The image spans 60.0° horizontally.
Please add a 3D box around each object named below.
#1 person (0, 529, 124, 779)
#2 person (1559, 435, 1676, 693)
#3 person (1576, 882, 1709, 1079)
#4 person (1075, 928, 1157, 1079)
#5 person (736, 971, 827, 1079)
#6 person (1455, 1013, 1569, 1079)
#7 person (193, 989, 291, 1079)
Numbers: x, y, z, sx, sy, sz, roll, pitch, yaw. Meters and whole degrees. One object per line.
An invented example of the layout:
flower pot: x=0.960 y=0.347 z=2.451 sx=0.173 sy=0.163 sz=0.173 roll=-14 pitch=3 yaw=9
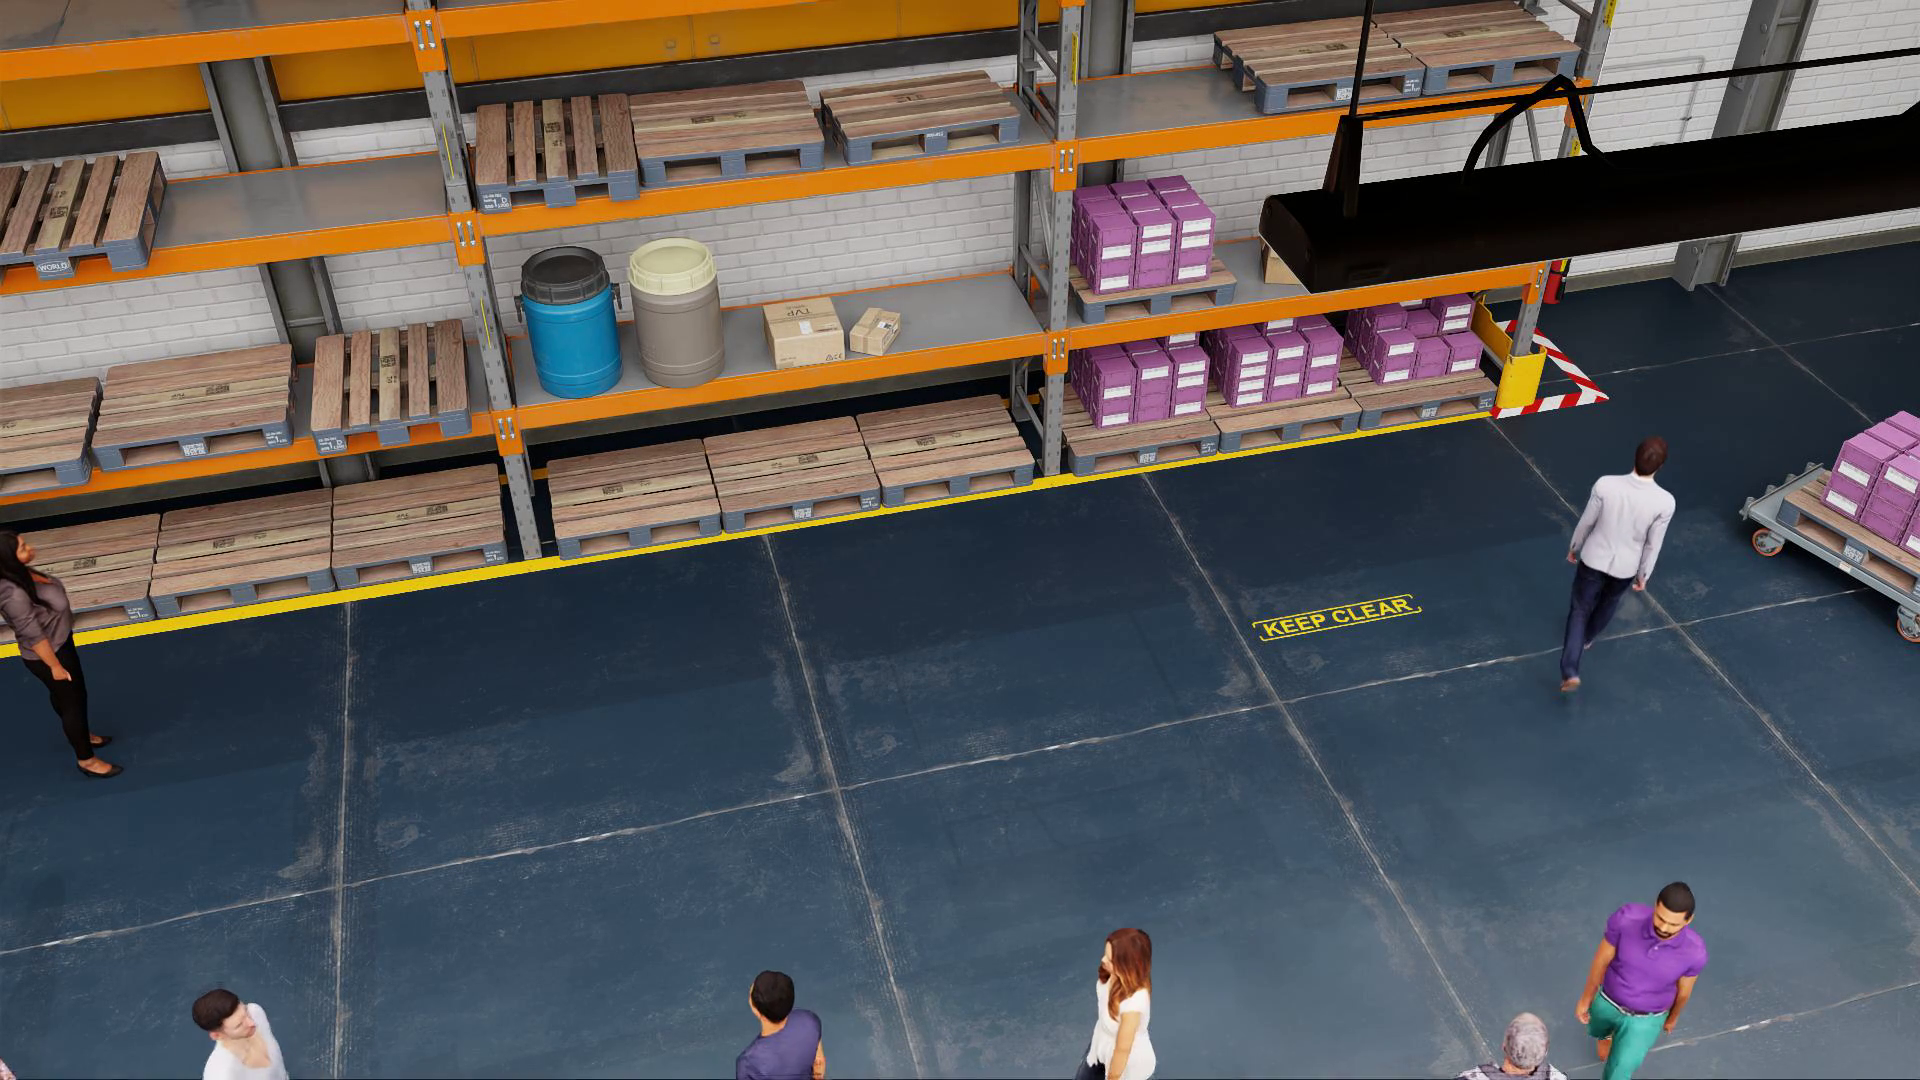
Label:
person: x=-5.519 y=0.687 z=10.070 sx=0.692 sy=1.841 sz=0.712 roll=-21 pitch=43 yaw=-24
person: x=4.183 y=0.190 z=10.718 sx=1.214 sy=1.810 sz=1.211 roll=14 pitch=41 yaw=17
person: x=3.327 y=2.226 z=8.233 sx=1.083 sy=1.729 sz=1.251 roll=27 pitch=46 yaw=29
person: x=0.871 y=2.431 z=7.952 sx=0.945 sy=1.761 sz=0.710 roll=-5 pitch=39 yaw=-6
person: x=-0.764 y=2.664 z=7.654 sx=1.098 sy=1.767 sz=1.077 roll=24 pitch=45 yaw=27
person: x=2.371 y=2.868 z=7.398 sx=1.239 sy=1.768 sz=1.046 roll=2 pitch=39 yaw=2
person: x=-3.232 y=2.660 z=7.598 sx=0.742 sy=1.845 sz=0.778 roll=-7 pitch=39 yaw=-9
